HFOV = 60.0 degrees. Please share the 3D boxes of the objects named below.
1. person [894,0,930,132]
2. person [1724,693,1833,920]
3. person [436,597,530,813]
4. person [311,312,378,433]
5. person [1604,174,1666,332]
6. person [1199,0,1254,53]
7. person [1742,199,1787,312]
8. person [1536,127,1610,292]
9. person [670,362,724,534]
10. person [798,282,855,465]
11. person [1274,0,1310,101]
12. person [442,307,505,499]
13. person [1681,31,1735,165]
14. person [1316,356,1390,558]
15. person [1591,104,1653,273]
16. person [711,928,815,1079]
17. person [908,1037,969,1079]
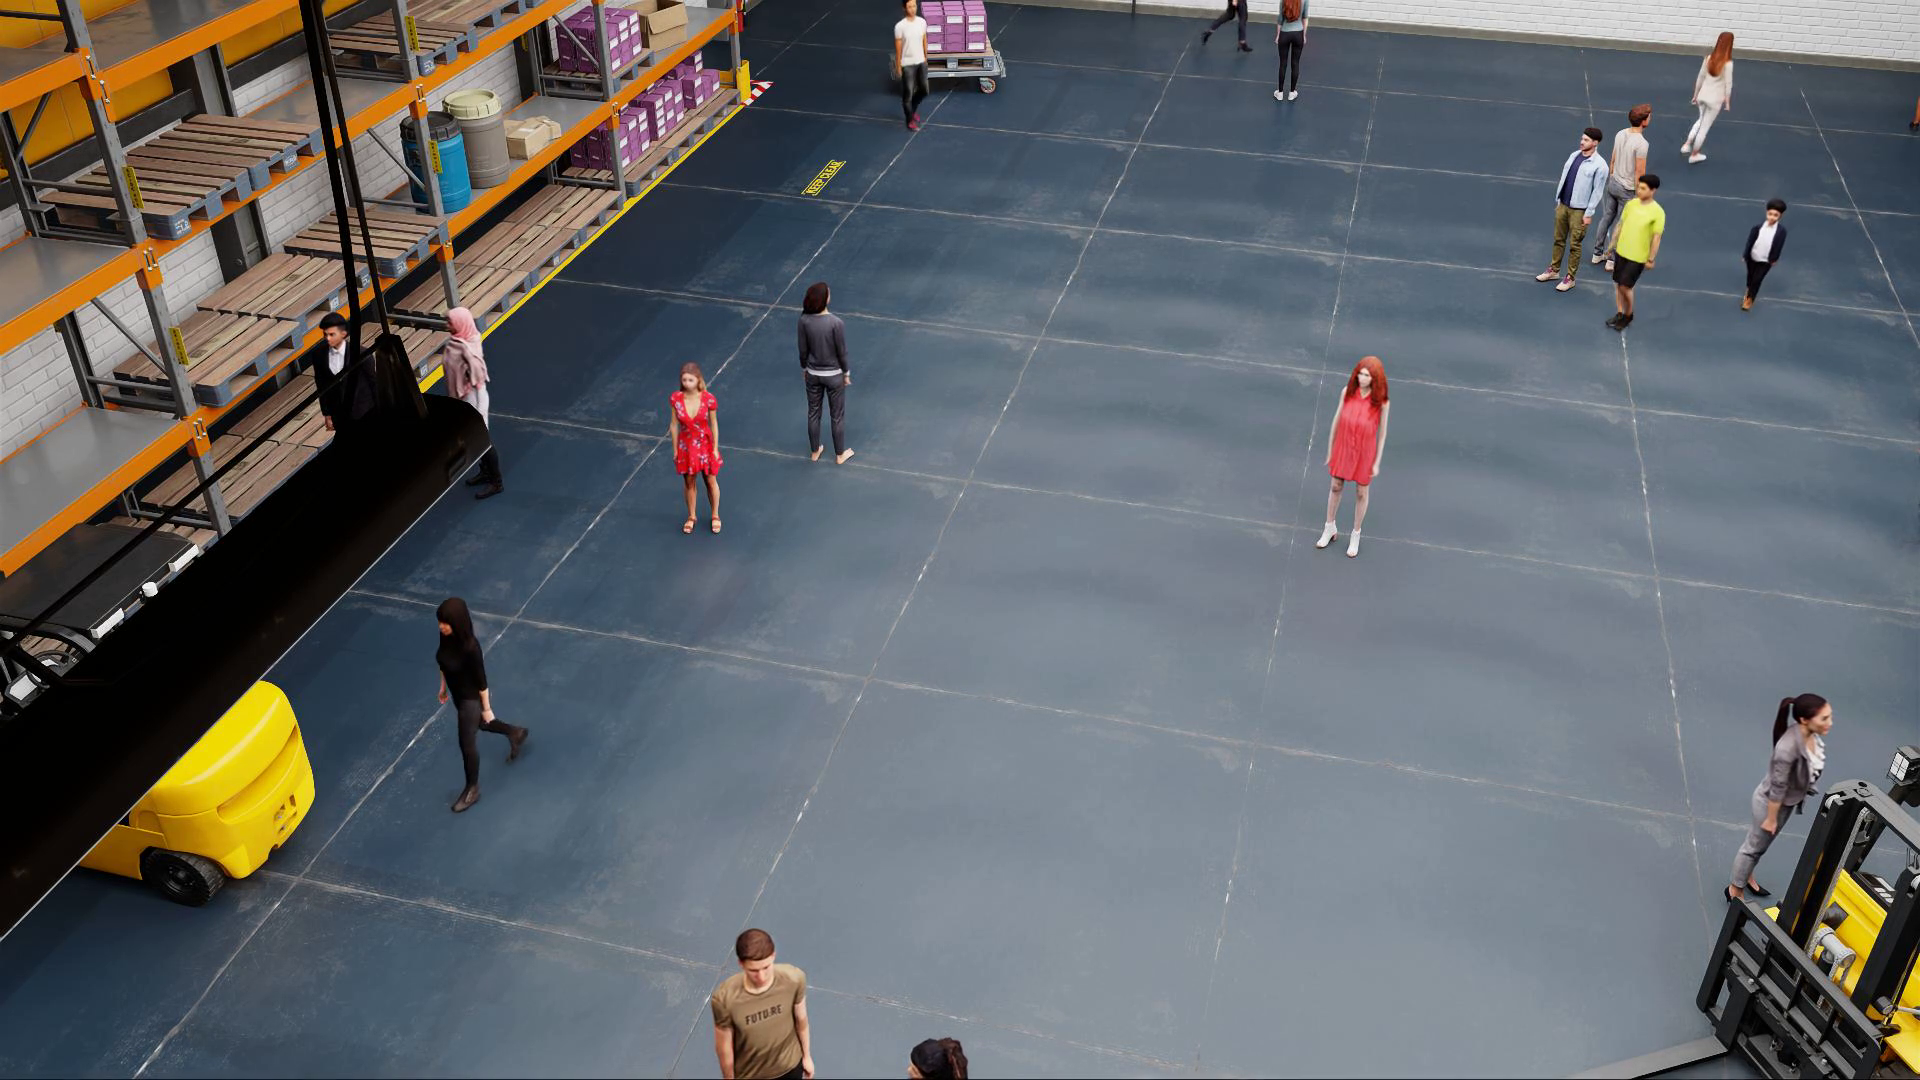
[{"bbox_3d":[-0.682,-6.452,22.456,0.816,1.793,0.875,-18,38,-25],"label":"person"},{"bbox_3d":[5.107,1.632,10.398,0.774,1.678,0.672,26,42,33],"label":"person"},{"bbox_3d":[-3.310,1.026,11.358,0.891,1.623,1.068,28,43,35],"label":"person"},{"bbox_3d":[-5.218,-1.112,14.340,0.746,1.882,0.623,2,34,3],"label":"person"},{"bbox_3d":[7.087,-3.025,17.389,0.816,1.694,0.748,-16,37,-22],"label":"person"},{"bbox_3d":[4.106,-8.249,25.220,0.888,1.725,1.080,-1,34,-1],"label":"person"},{"bbox_3d":[8.661,-3.104,17.957,0.670,1.197,0.874,21,39,28],"label":"person"},{"bbox_3d":[6.740,-3.639,18.206,0.810,1.812,0.741,-16,37,-23],"label":"person"},{"bbox_3d":[-2.229,-0.791,14.119,0.622,1.593,0.616,0,34,1],"label":"person"},{"bbox_3d":[-1.223,-1.510,15.043,0.607,1.768,0.501,8,35,13],"label":"person"},{"bbox_3d":[4.672,-7.086,23.455,0.602,1.743,0.579,4,34,6],"label":"person"},{"bbox_3d":[-4.258,-1.215,14.567,0.787,1.803,0.722,-17,37,-23],"label":"person"},{"bbox_3d":[9.564,-5.639,21.315,0.793,1.702,0.726,-15,36,-21],"label":"person"},{"bbox_3d":[3.275,-0.704,13.777,0.649,1.827,0.608,19,38,26],"label":"person"},{"bbox_3d":[7.421,-3.950,18.595,0.796,1.899,0.702,-12,35,-18],"label":"person"},{"bbox_3d":[-1.010,2.703,8.628,0.747,1.852,0.788,-15,36,-21],"label":"person"},{"bbox_3d":[-0.130,3.051,8.319,0.751,1.616,0.637,-7,34,-10],"label":"person"}]
